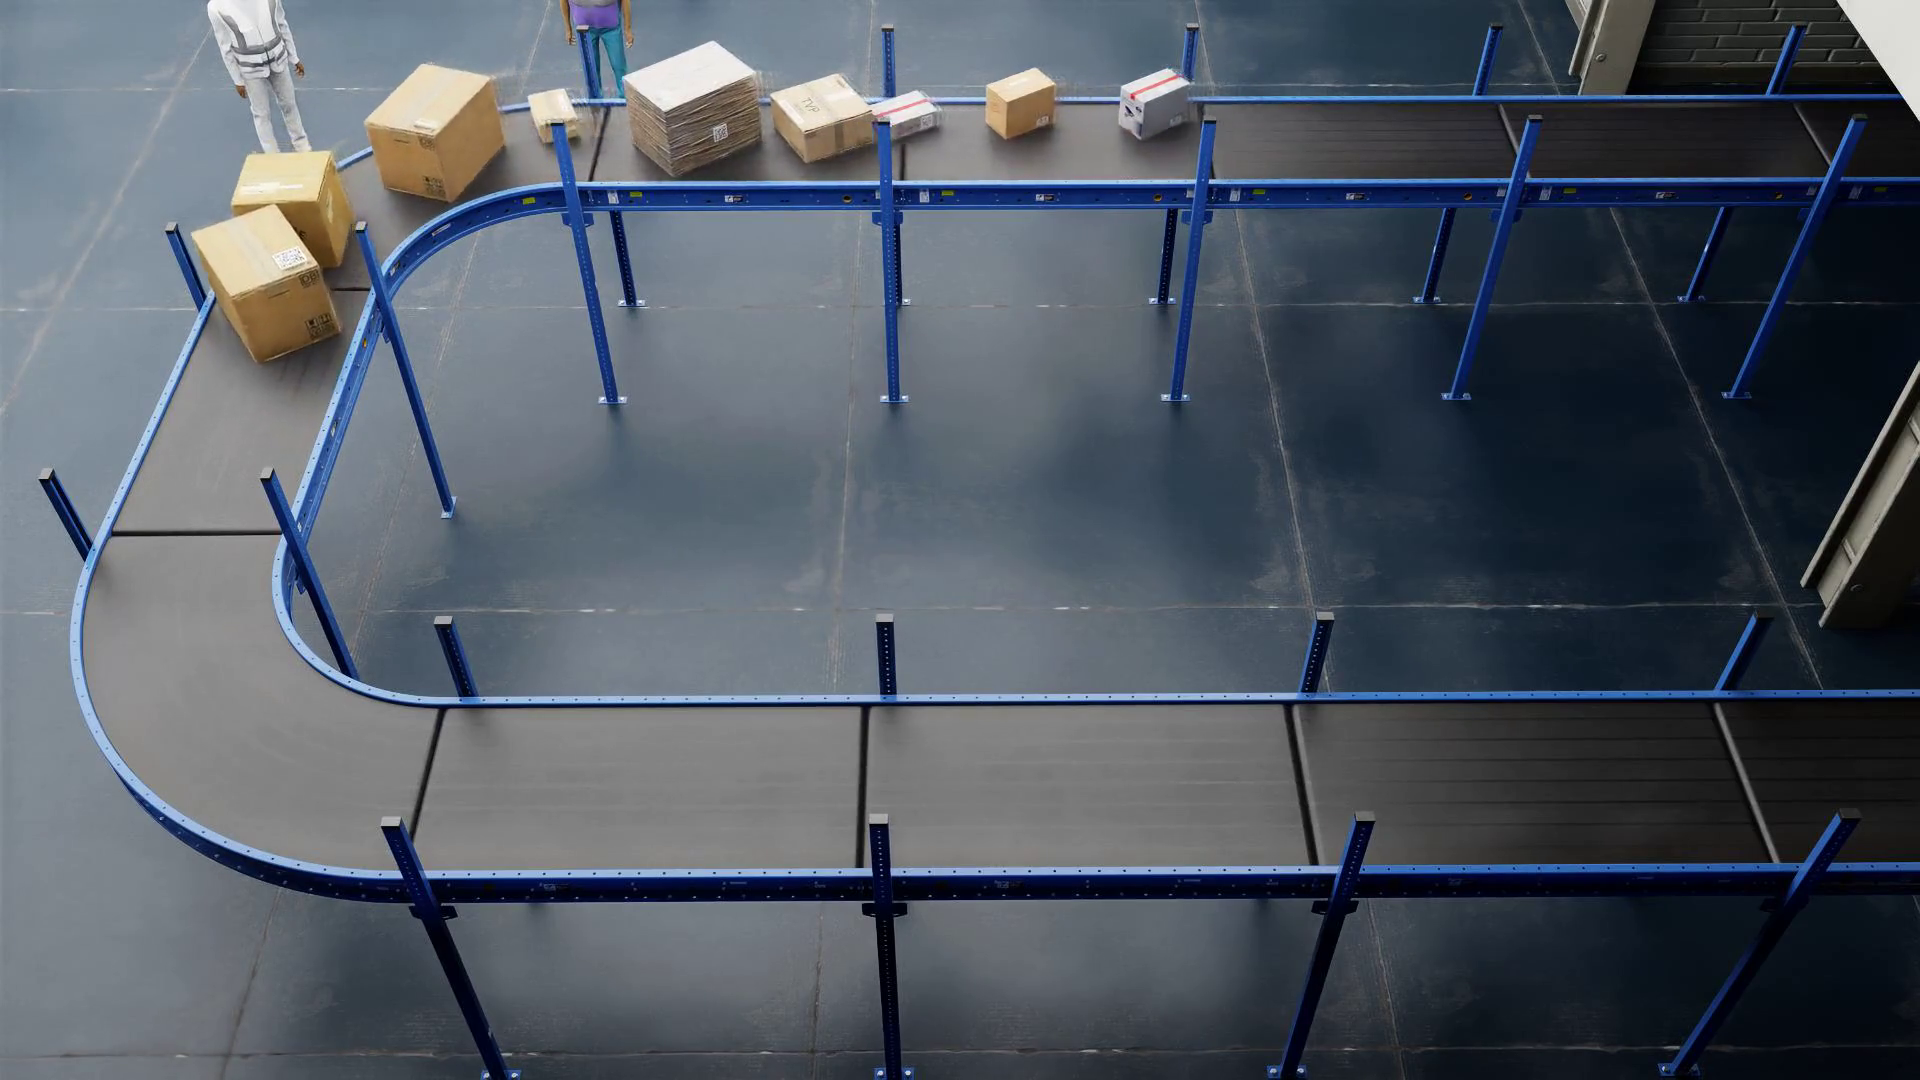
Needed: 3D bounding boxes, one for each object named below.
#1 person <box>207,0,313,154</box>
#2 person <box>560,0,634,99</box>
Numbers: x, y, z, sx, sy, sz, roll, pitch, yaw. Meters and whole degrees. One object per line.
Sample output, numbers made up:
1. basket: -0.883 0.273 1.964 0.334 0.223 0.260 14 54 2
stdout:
1. person: -5.437 -3.700 13.441 0.572 1.886 0.358 -35 56 -28
2. person: -2.925 -4.180 13.914 0.565 1.850 0.389 -1 47 -1
